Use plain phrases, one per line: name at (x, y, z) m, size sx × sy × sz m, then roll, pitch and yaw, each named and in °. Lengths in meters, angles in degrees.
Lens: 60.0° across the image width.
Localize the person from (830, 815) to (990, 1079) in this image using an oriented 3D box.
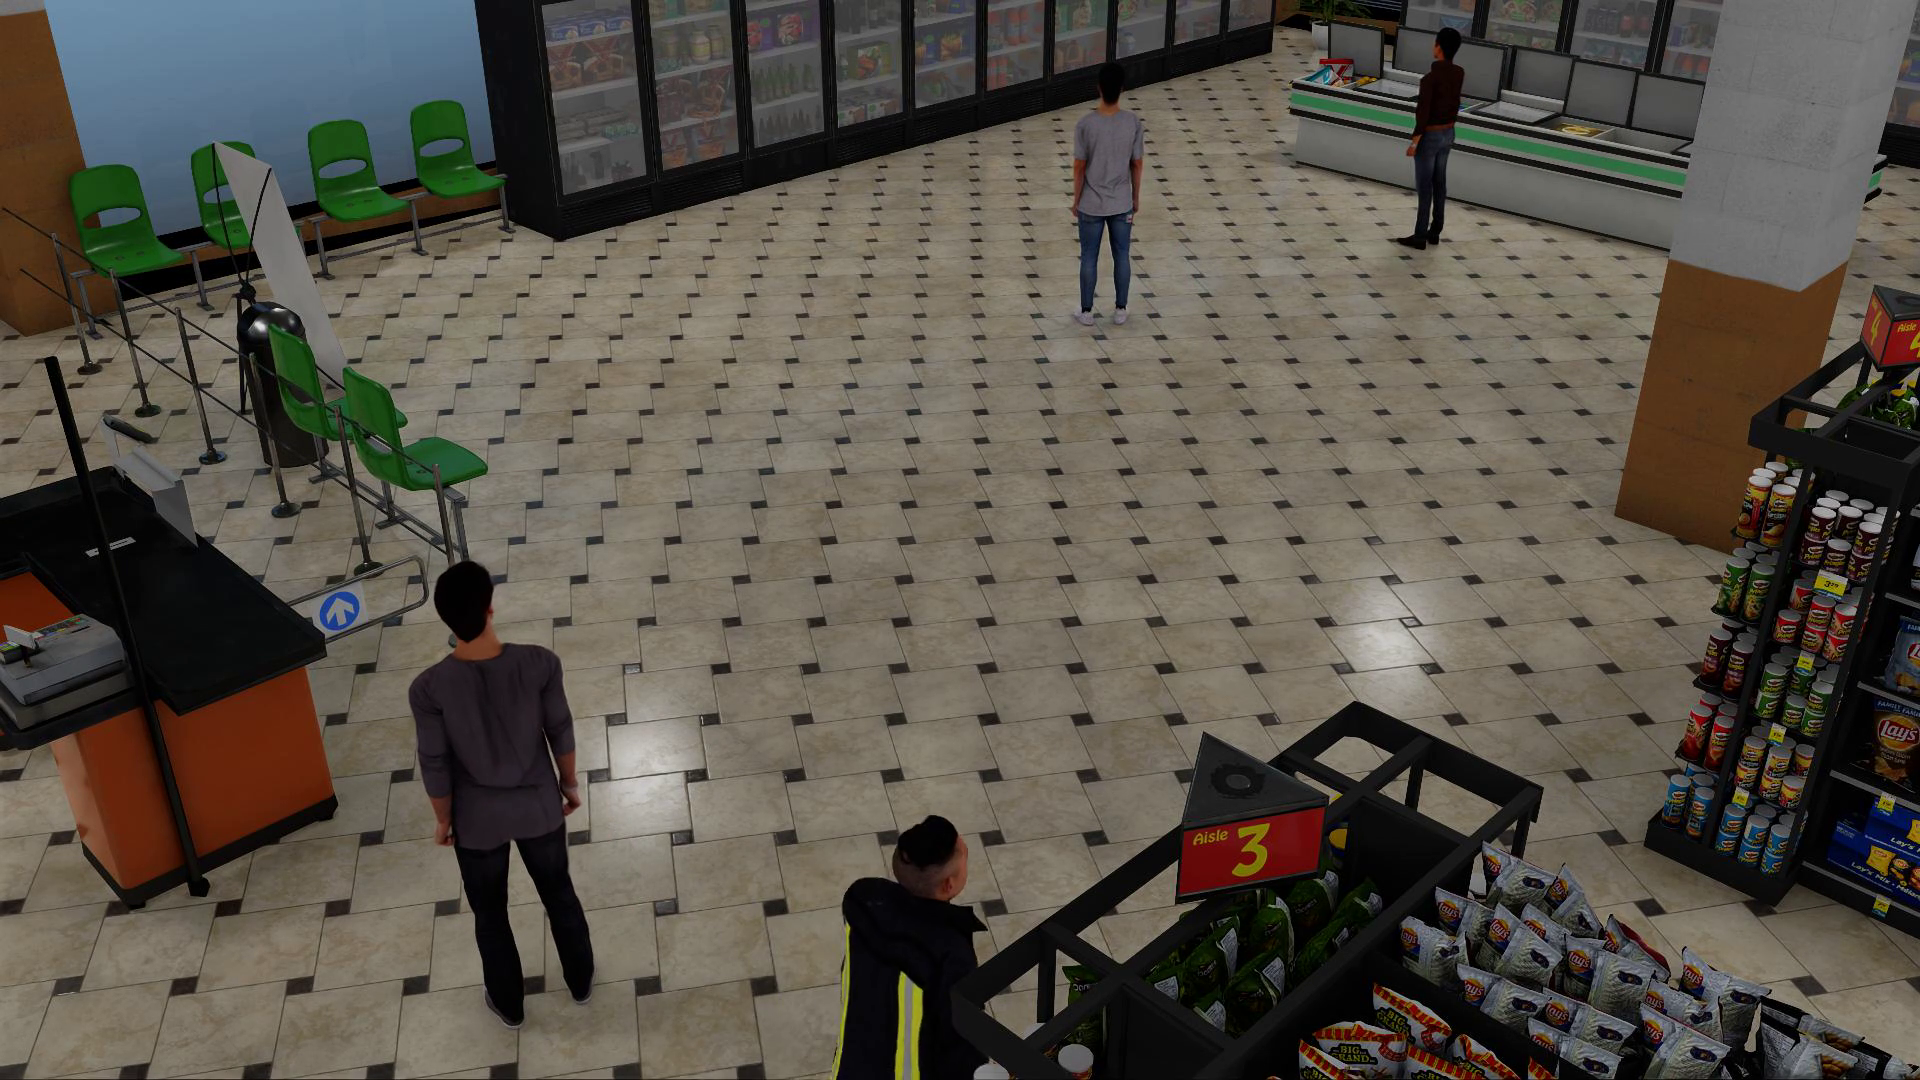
person at (-0.201, 1.565, 4.682) m, size 1.062 × 1.815 × 0.811 m, roll 25°, pitch 37°, yaw 38°

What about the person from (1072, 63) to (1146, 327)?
person at (1.057, -2.478, 12.009) m, size 0.755 × 1.890 × 0.789 m, roll -3°, pitch 29°, yaw -5°

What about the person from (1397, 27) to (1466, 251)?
person at (3.883, -3.271, 13.574) m, size 0.680 × 1.782 × 0.574 m, roll -19°, pitch 34°, yaw -30°

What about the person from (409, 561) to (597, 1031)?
person at (-1.592, 0.917, 5.831) m, size 0.736 × 1.851 × 0.669 m, roll -13°, pitch 31°, yaw -22°
